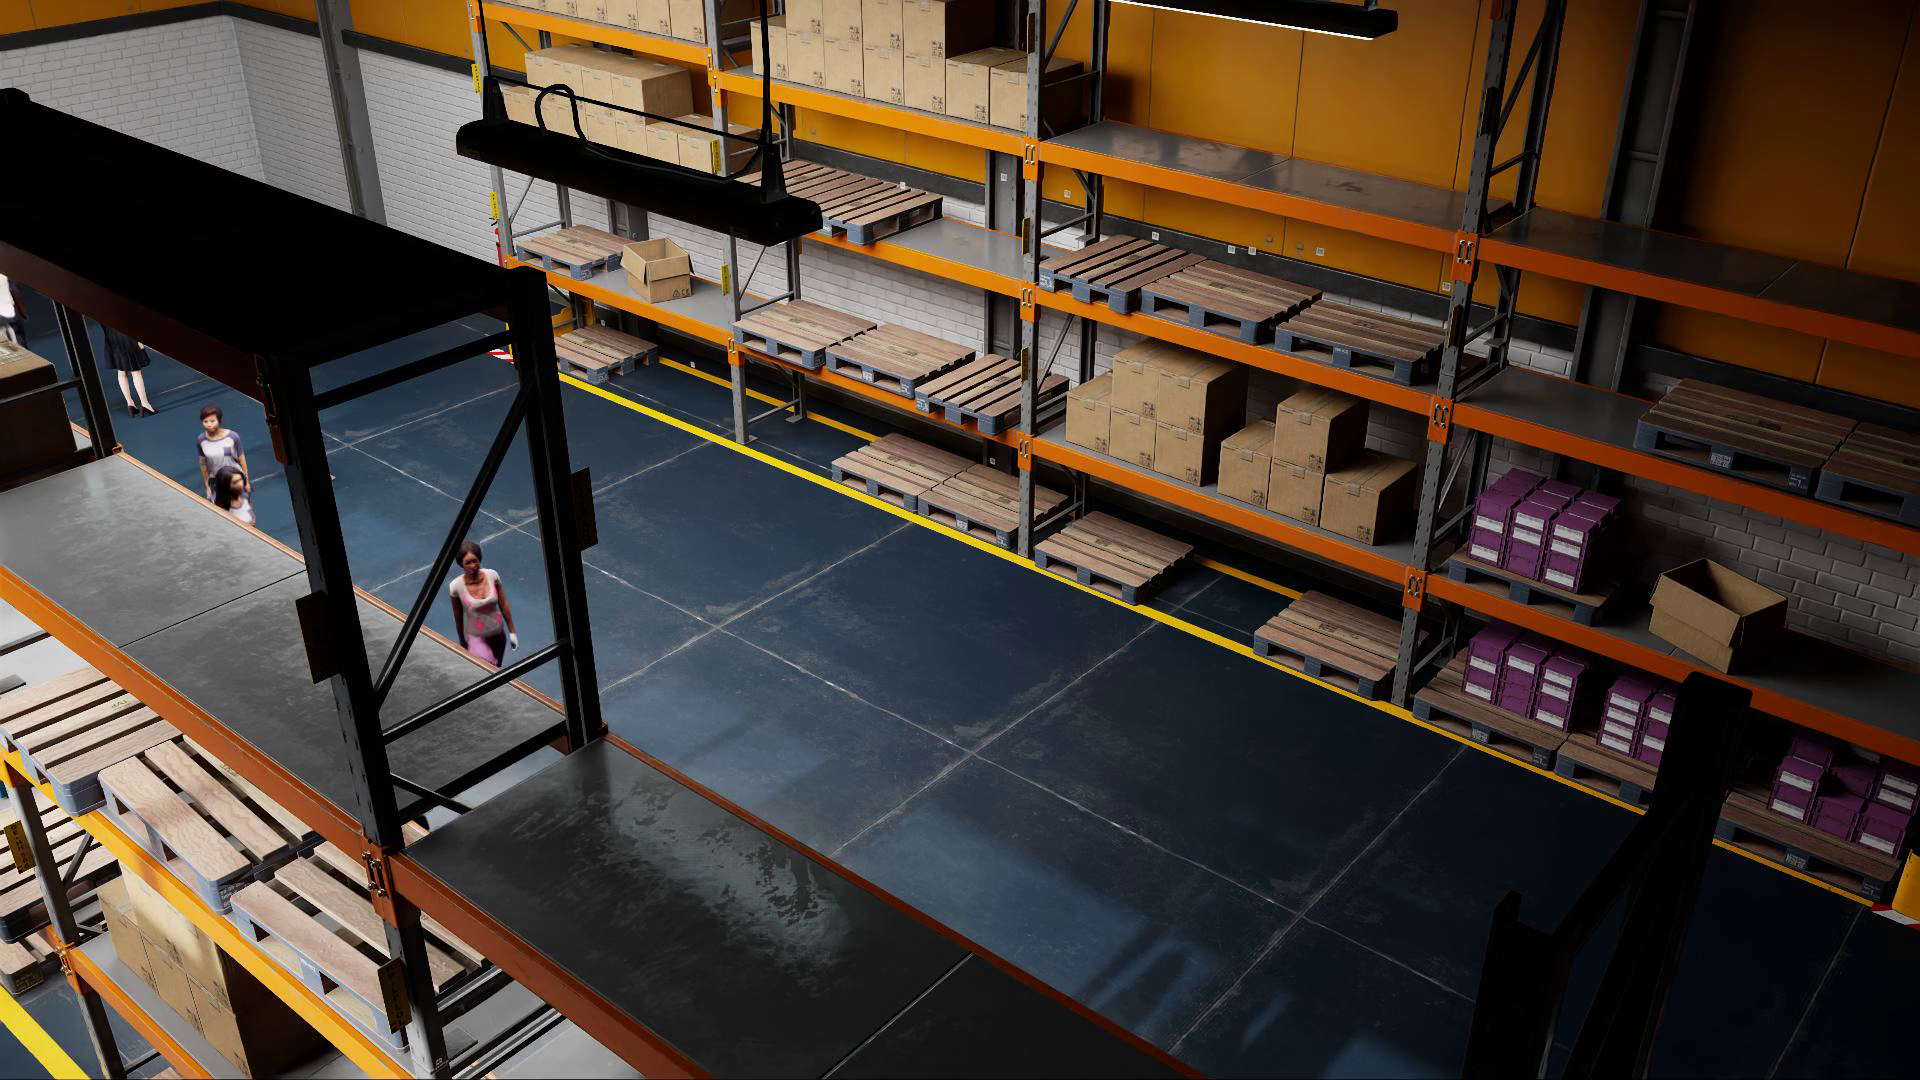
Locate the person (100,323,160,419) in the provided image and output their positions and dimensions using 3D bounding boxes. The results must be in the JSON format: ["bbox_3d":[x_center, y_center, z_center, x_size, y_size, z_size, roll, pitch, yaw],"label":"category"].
[{"bbox_3d":[-9.450,-2.223,18.789,0.666,1.746,0.761,4,29,8],"label":"person"}]

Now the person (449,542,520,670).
[{"bbox_3d":[-3.824,0.765,13.360,0.752,1.700,1.205,-20,34,-32],"label":"person"}]

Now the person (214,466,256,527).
[{"bbox_3d":[-6.374,0.119,14.582,1.123,1.664,0.840,9,30,16],"label":"person"}]

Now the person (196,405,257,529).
[{"bbox_3d":[-7.041,-0.586,15.978,0.652,1.565,0.687,-7,29,-13],"label":"person"}]
